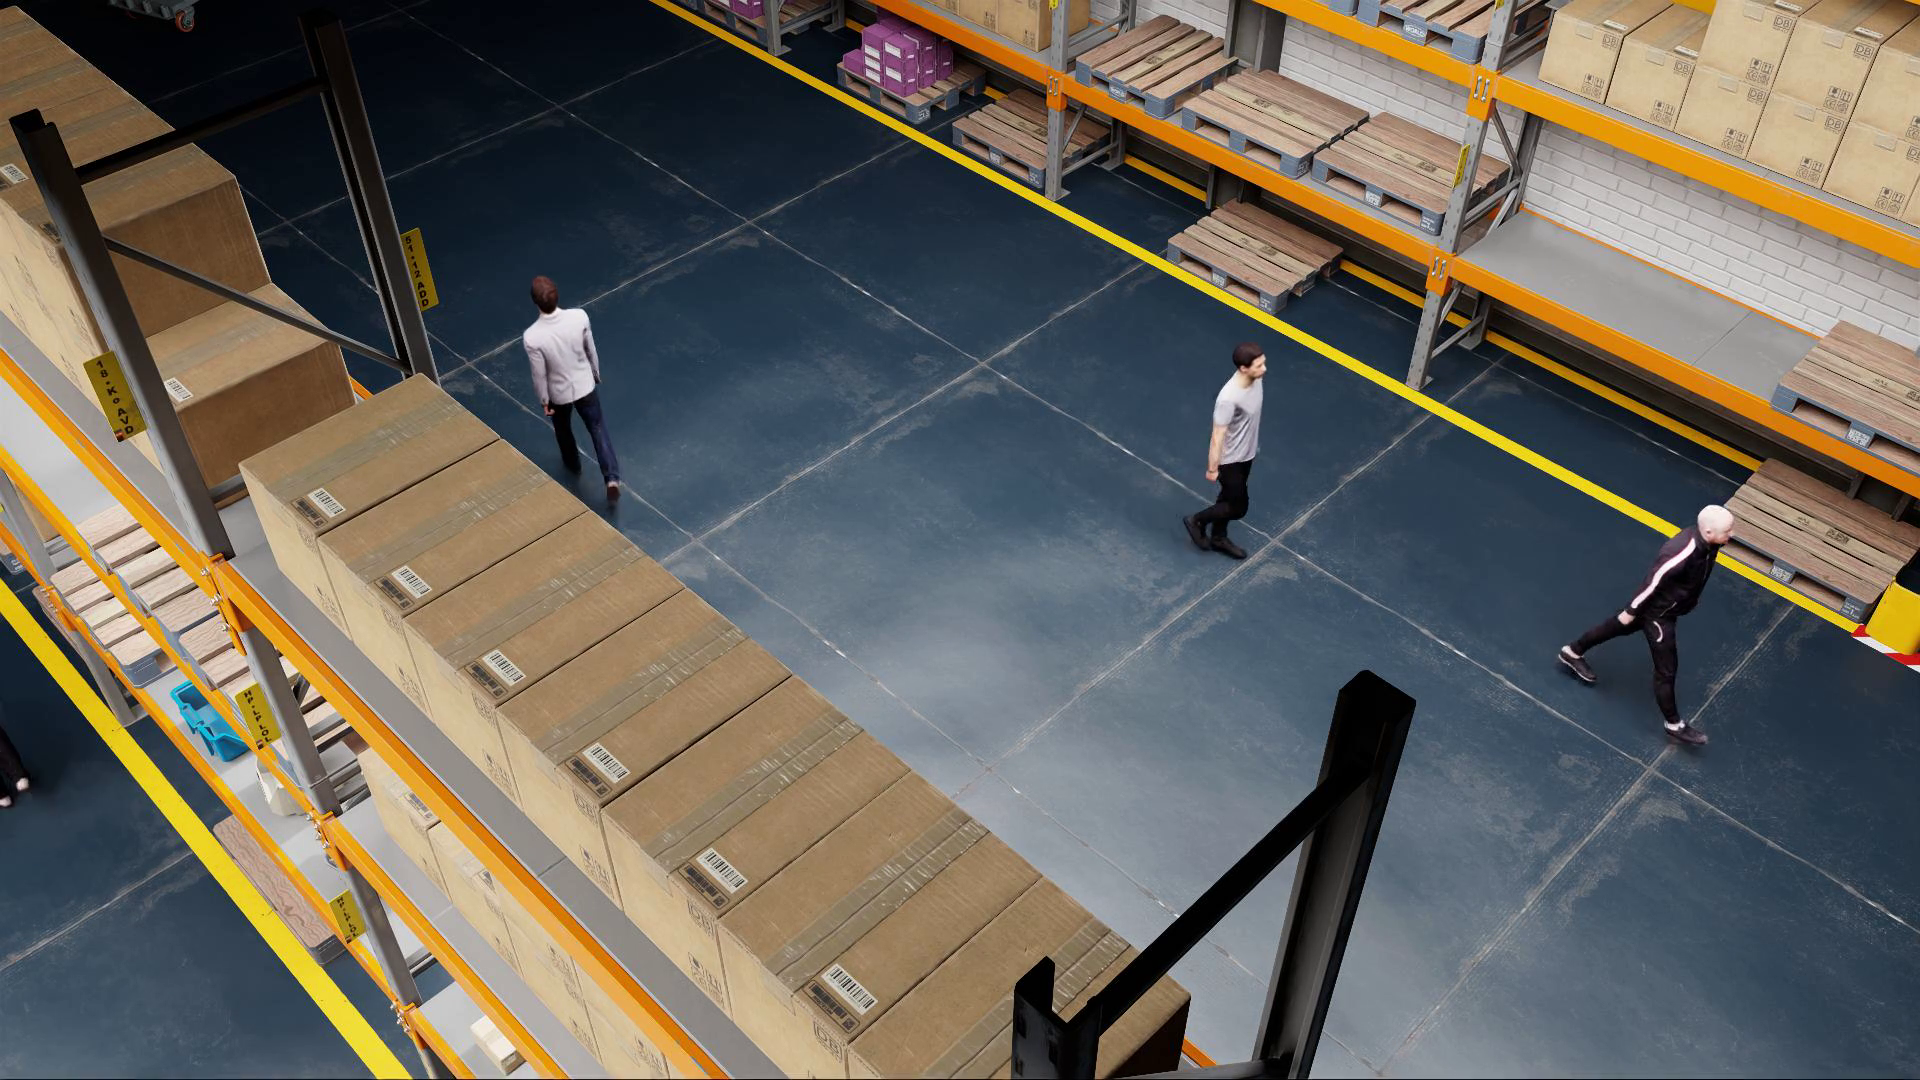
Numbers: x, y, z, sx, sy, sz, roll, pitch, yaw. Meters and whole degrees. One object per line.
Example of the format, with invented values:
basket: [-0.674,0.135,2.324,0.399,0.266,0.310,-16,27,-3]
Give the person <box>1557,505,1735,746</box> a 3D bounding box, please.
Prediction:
person: [4.297,0.404,10.507,1.317,1.756,0.728,33,52,30]

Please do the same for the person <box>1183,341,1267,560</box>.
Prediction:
person: [1.819,-0.630,11.521,0.796,1.854,0.764,25,49,24]

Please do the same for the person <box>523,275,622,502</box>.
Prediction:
person: [-2.781,-1.065,11.994,0.879,1.831,1.180,-22,48,-21]
